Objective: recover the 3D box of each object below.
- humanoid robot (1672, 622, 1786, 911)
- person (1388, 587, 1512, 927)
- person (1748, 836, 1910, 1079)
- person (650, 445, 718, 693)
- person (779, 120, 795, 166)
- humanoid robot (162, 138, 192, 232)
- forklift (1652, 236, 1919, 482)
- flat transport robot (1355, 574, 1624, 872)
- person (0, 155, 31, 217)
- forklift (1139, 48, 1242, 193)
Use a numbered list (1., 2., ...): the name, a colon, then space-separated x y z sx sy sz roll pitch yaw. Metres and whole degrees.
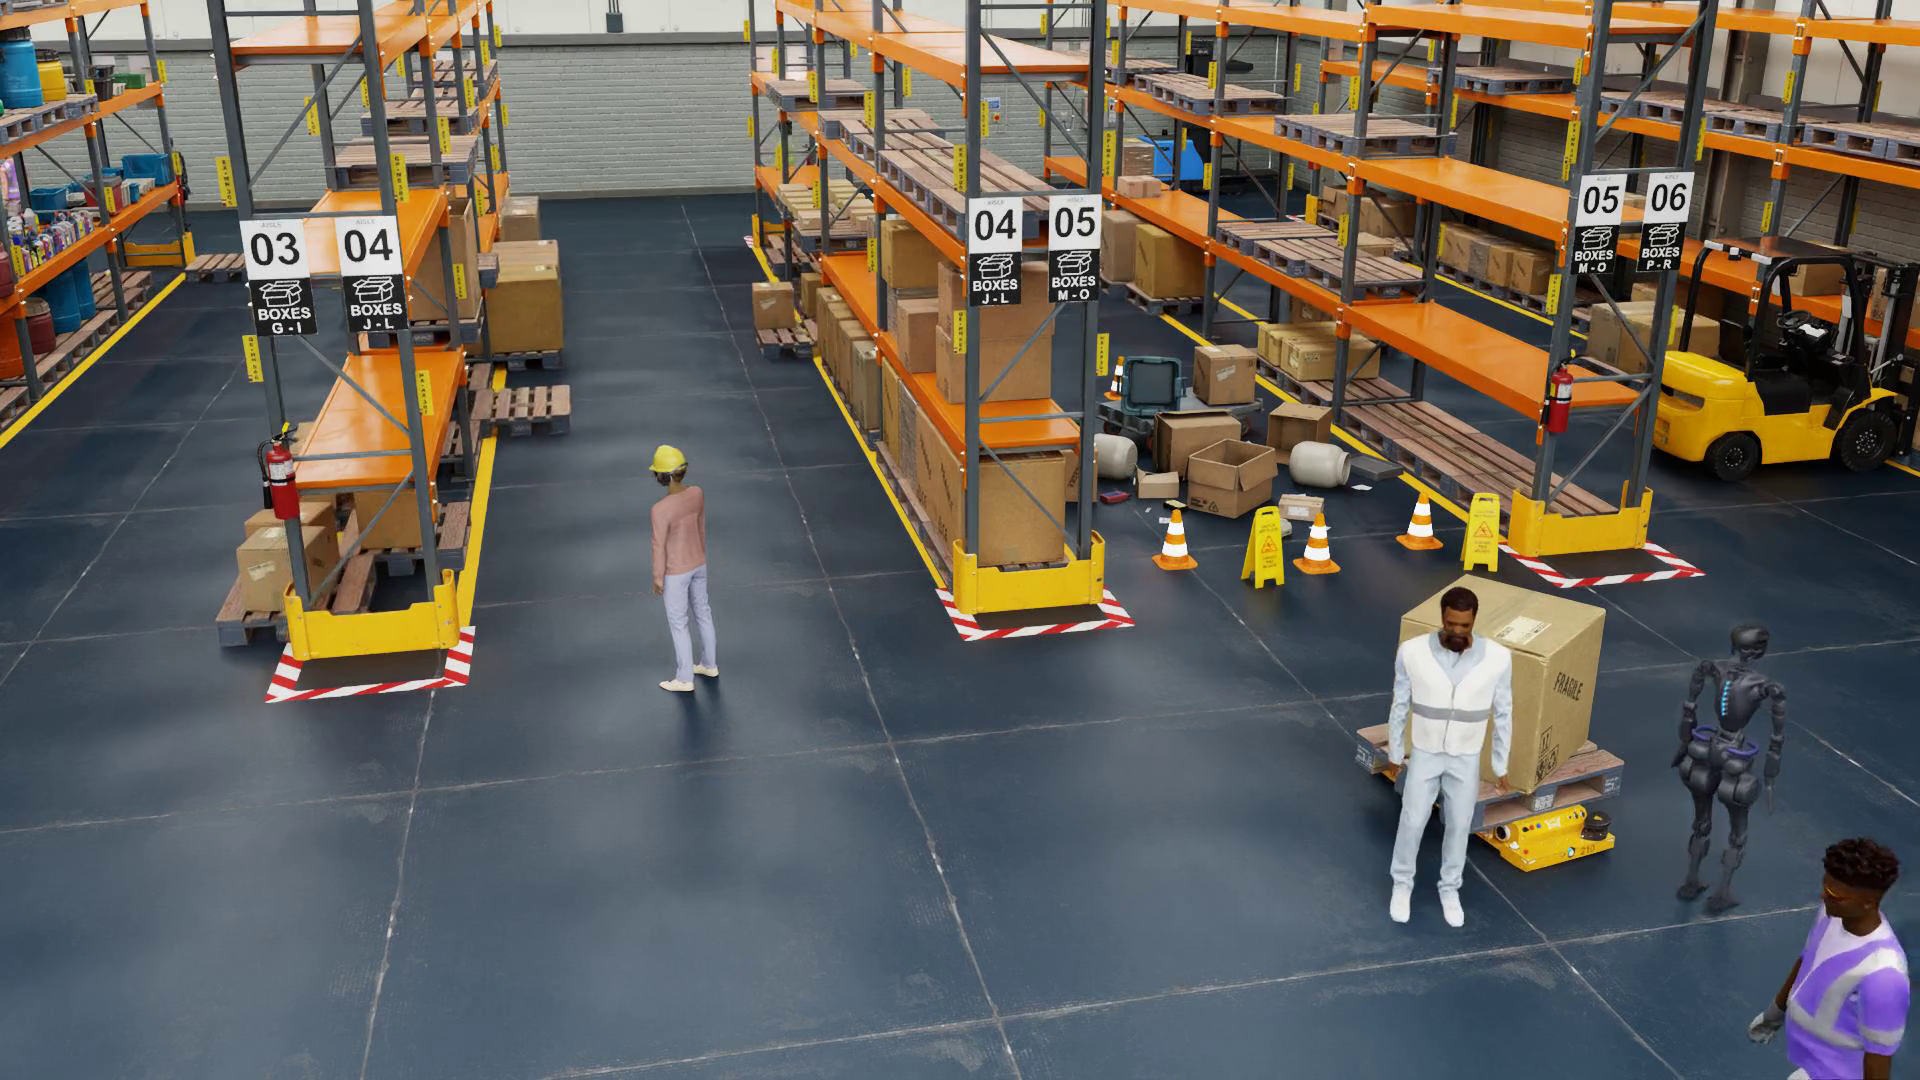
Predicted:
1. humanoid robot: 4.112 1.202 8.939 0.328 1.650 0.601 -14 25 -33
2. person: 2.571 1.135 8.806 0.616 1.909 0.455 3 21 8
3. person: 3.407 1.995 6.454 0.961 1.920 0.601 5 21 13
4. person: -1.953 0.192 11.551 0.342 1.758 0.519 11 23 28
5. person: -3.164 -6.918 30.803 0.435 1.682 0.535 0 20 -1
6. humanoid robot: -13.408 -6.067 28.508 0.411 1.644 0.607 8 22 21
7. forklift: 8.013 -1.814 16.330 2.313 2.155 1.214 -4 21 -12
8. flat transport robot: 3.179 1.533 10.075 0.659 0.231 1.431 -9 22 -23
9. person: -15.369 -5.563 27.149 0.351 1.688 0.489 11 23 26
10. forklift: 4.566 -8.313 32.860 1.873 2.768 1.129 -4 21 -12
